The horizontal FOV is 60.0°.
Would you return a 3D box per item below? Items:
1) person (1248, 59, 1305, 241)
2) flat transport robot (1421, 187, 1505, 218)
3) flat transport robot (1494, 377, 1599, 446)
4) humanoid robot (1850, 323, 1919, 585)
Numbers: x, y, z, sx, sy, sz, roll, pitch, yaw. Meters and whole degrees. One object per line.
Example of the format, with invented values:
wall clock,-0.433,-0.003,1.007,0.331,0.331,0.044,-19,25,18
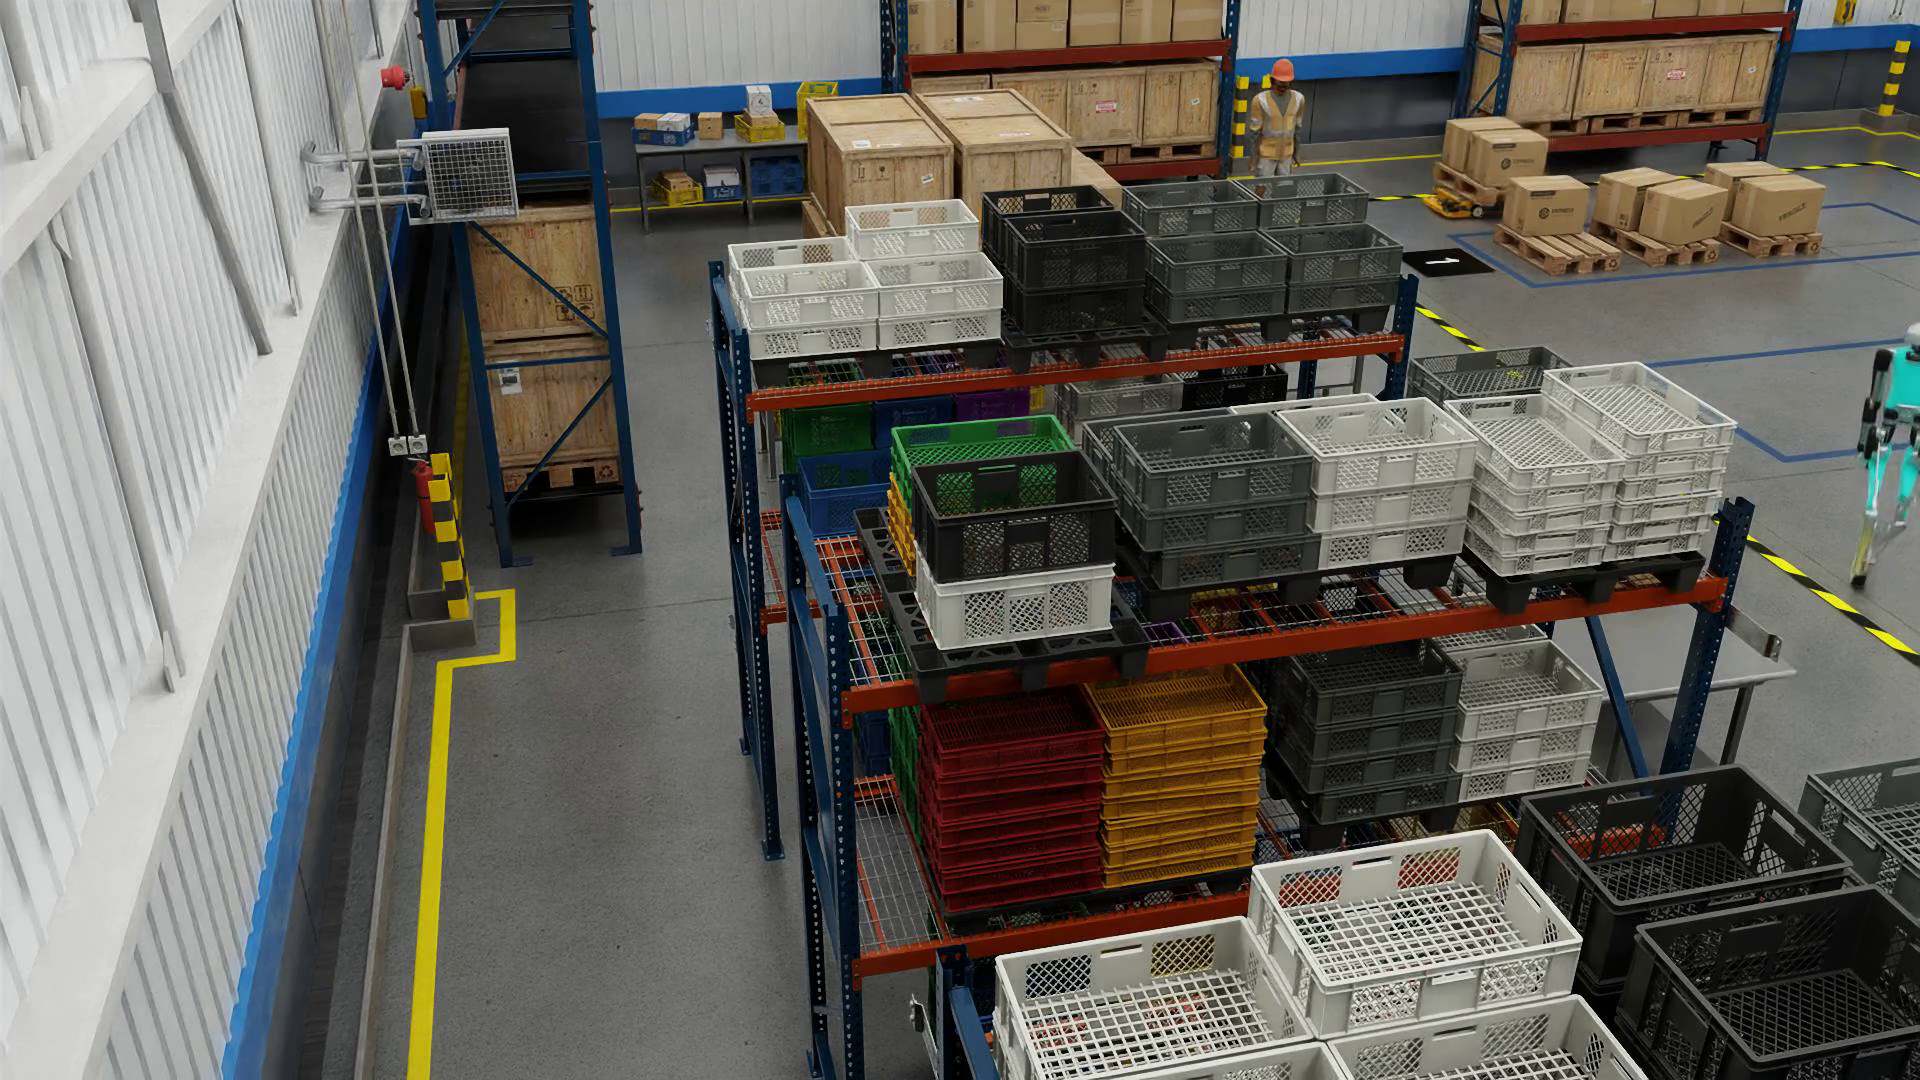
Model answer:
person,3.442,-4.210,18.134,0.614,2.040,0.371,-7,29,-12
flat transport robot,6.267,-4.041,19.683,1.431,0.197,0.652,-6,28,-12
flat transport robot,4.780,-1.036,14.013,0.659,0.231,1.431,-6,28,-12
humanoid robot,6.479,-0.516,11.518,0.557,1.813,0.936,13,30,23
